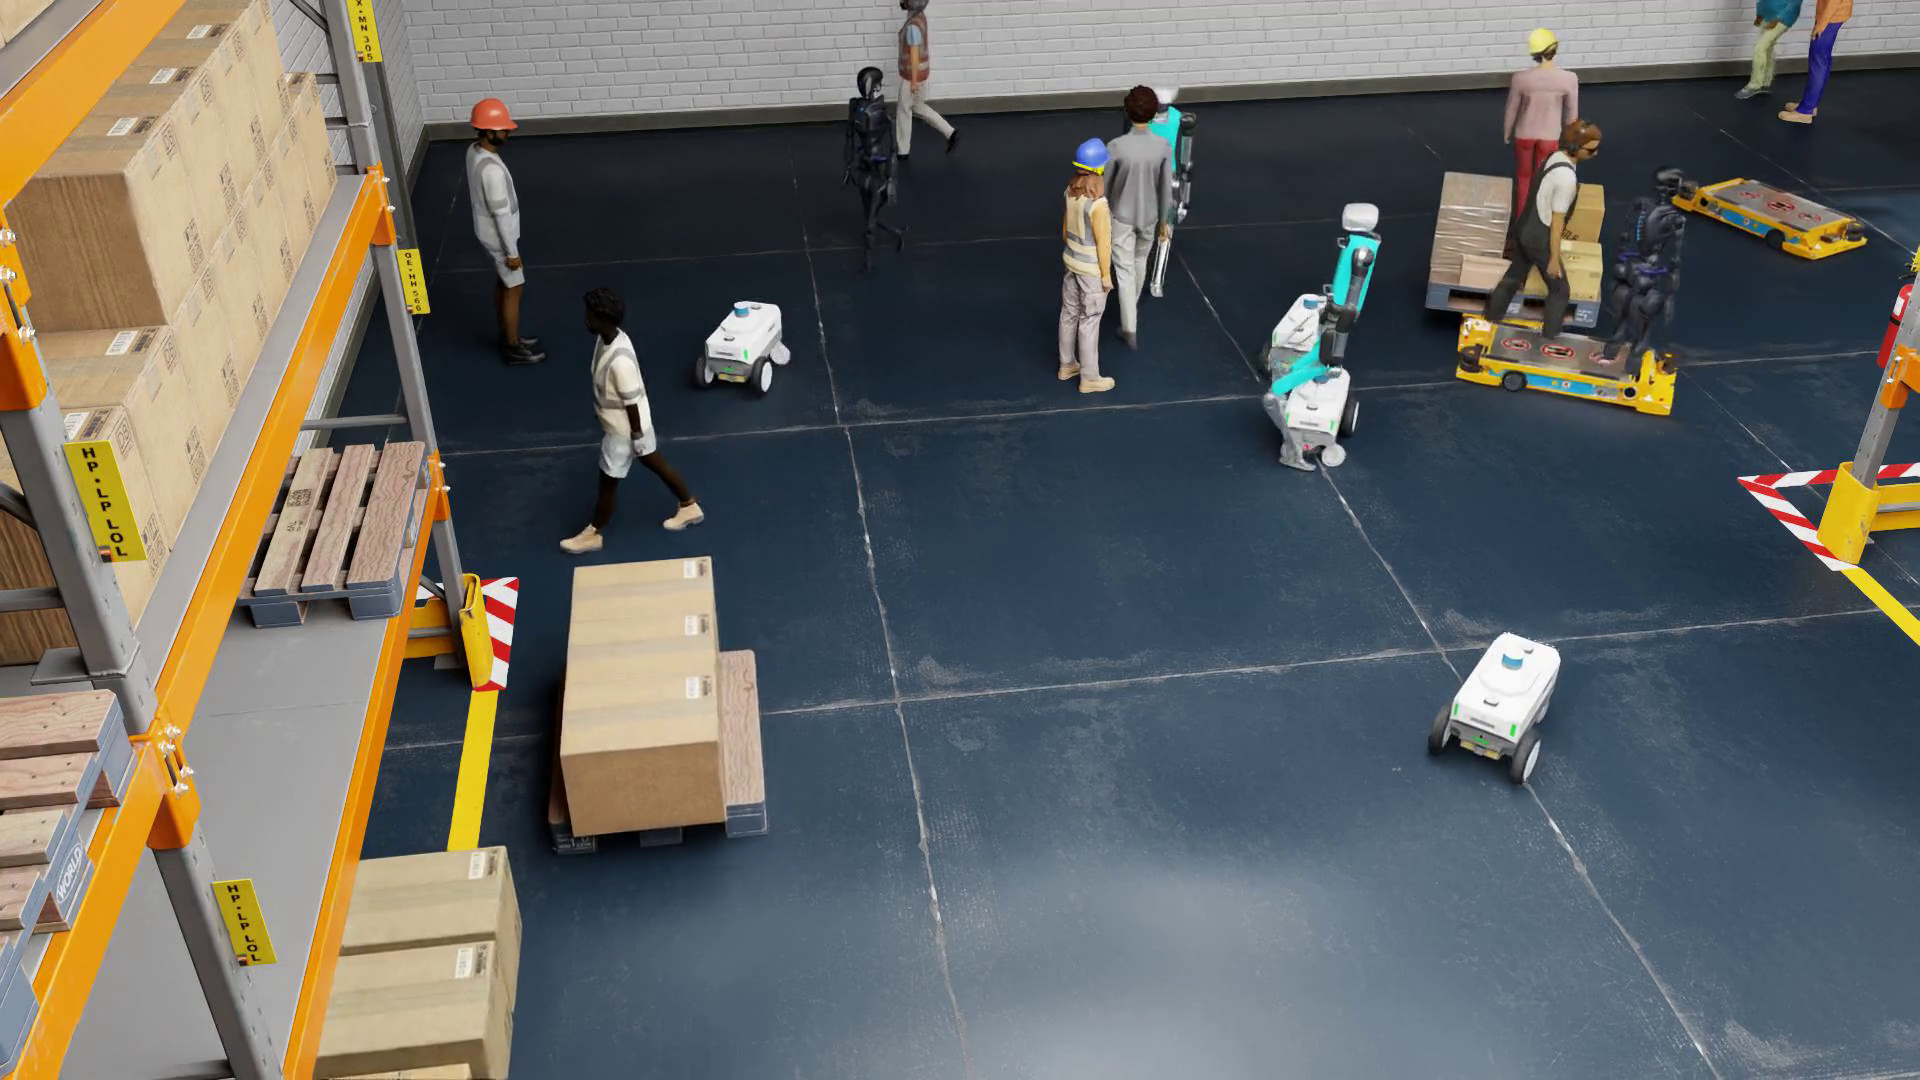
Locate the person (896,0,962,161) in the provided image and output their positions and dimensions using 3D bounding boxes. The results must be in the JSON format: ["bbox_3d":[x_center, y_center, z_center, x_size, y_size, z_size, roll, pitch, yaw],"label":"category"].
[{"bbox_3d":[-0.357,-4.239,15.068,0.663,1.664,0.436,4,33,6],"label":"person"}]

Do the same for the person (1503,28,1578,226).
[{"bbox_3d":[4.736,-3.334,13.629,0.573,1.720,0.440,13,35,19],"label":"person"}]

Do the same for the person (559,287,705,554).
[{"bbox_3d":[-1.950,-0.707,9.667,0.879,1.652,0.541,-9,34,-13],"label":"person"}]

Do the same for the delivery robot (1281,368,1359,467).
[{"bbox_3d":[2.342,-0.859,10.893,0.517,0.578,0.746,10,35,16],"label":"delivery robot"}]

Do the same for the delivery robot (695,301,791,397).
[{"bbox_3d":[-1.512,-1.370,11.690,0.529,0.594,0.766,8,34,12],"label":"delivery robot"}]

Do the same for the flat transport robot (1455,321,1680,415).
[{"bbox_3d":[4.280,-1.222,11.725,1.431,0.231,0.659,13,35,19],"label":"flat transport robot"}]

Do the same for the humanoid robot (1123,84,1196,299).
[{"bbox_3d":[1.493,-2.572,12.550,0.530,1.888,0.753,7,34,10],"label":"humanoid robot"}]

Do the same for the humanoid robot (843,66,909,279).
[{"bbox_3d":[-0.626,-2.910,13.053,0.600,1.632,0.722,29,43,36],"label":"humanoid robot"}]

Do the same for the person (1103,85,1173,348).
[{"bbox_3d":[1.211,-2.380,12.034,0.538,1.870,0.839,-7,34,-10],"label":"person"}]

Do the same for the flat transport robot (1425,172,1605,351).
[{"bbox_3d":[4.130,-1.761,12.551,0.659,0.231,1.431,9,34,14],"label":"flat transport robot"}]

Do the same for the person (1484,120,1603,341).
[{"bbox_3d":[4.142,-2.057,11.615,0.731,1.798,0.525,1,33,1],"label":"person"}]

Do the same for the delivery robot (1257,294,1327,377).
[{"bbox_3d":[2.455,-1.439,11.807,0.499,0.607,0.801,15,36,22],"label":"delivery robot"}]

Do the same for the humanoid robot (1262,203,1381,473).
[{"bbox_3d":[2.169,-1.257,10.422,0.745,1.764,0.532,4,33,7],"label":"humanoid robot"}]

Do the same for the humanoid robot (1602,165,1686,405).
[{"bbox_3d":[4.593,-1.721,11.203,0.332,1.663,0.600,-12,35,-17],"label":"humanoid robot"}]

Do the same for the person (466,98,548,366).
[{"bbox_3d":[-3.178,-2.134,11.613,0.382,1.924,0.546,-16,36,-23],"label":"person"}]

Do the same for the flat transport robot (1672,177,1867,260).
[{"bbox_3d":[6.834,-2.747,14.062,0.659,0.231,1.431,-17,37,-24],"label":"flat transport robot"}]

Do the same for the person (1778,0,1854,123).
[{"bbox_3d":[8.337,-5.017,15.973,0.373,1.985,0.507,22,39,30],"label":"person"}]

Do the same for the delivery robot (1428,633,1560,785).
[{"bbox_3d":[2.723,0.807,8.346,0.499,0.585,0.765,21,38,28],"label":"delivery robot"}]

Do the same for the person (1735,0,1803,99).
[{"bbox_3d":[8.124,-5.224,16.544,0.590,1.697,0.579,-8,34,-12],"label":"person"}]

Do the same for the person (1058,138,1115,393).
[{"bbox_3d":[0.872,-1.862,11.321,0.302,1.781,0.473,-19,38,-26],"label":"person"}]
